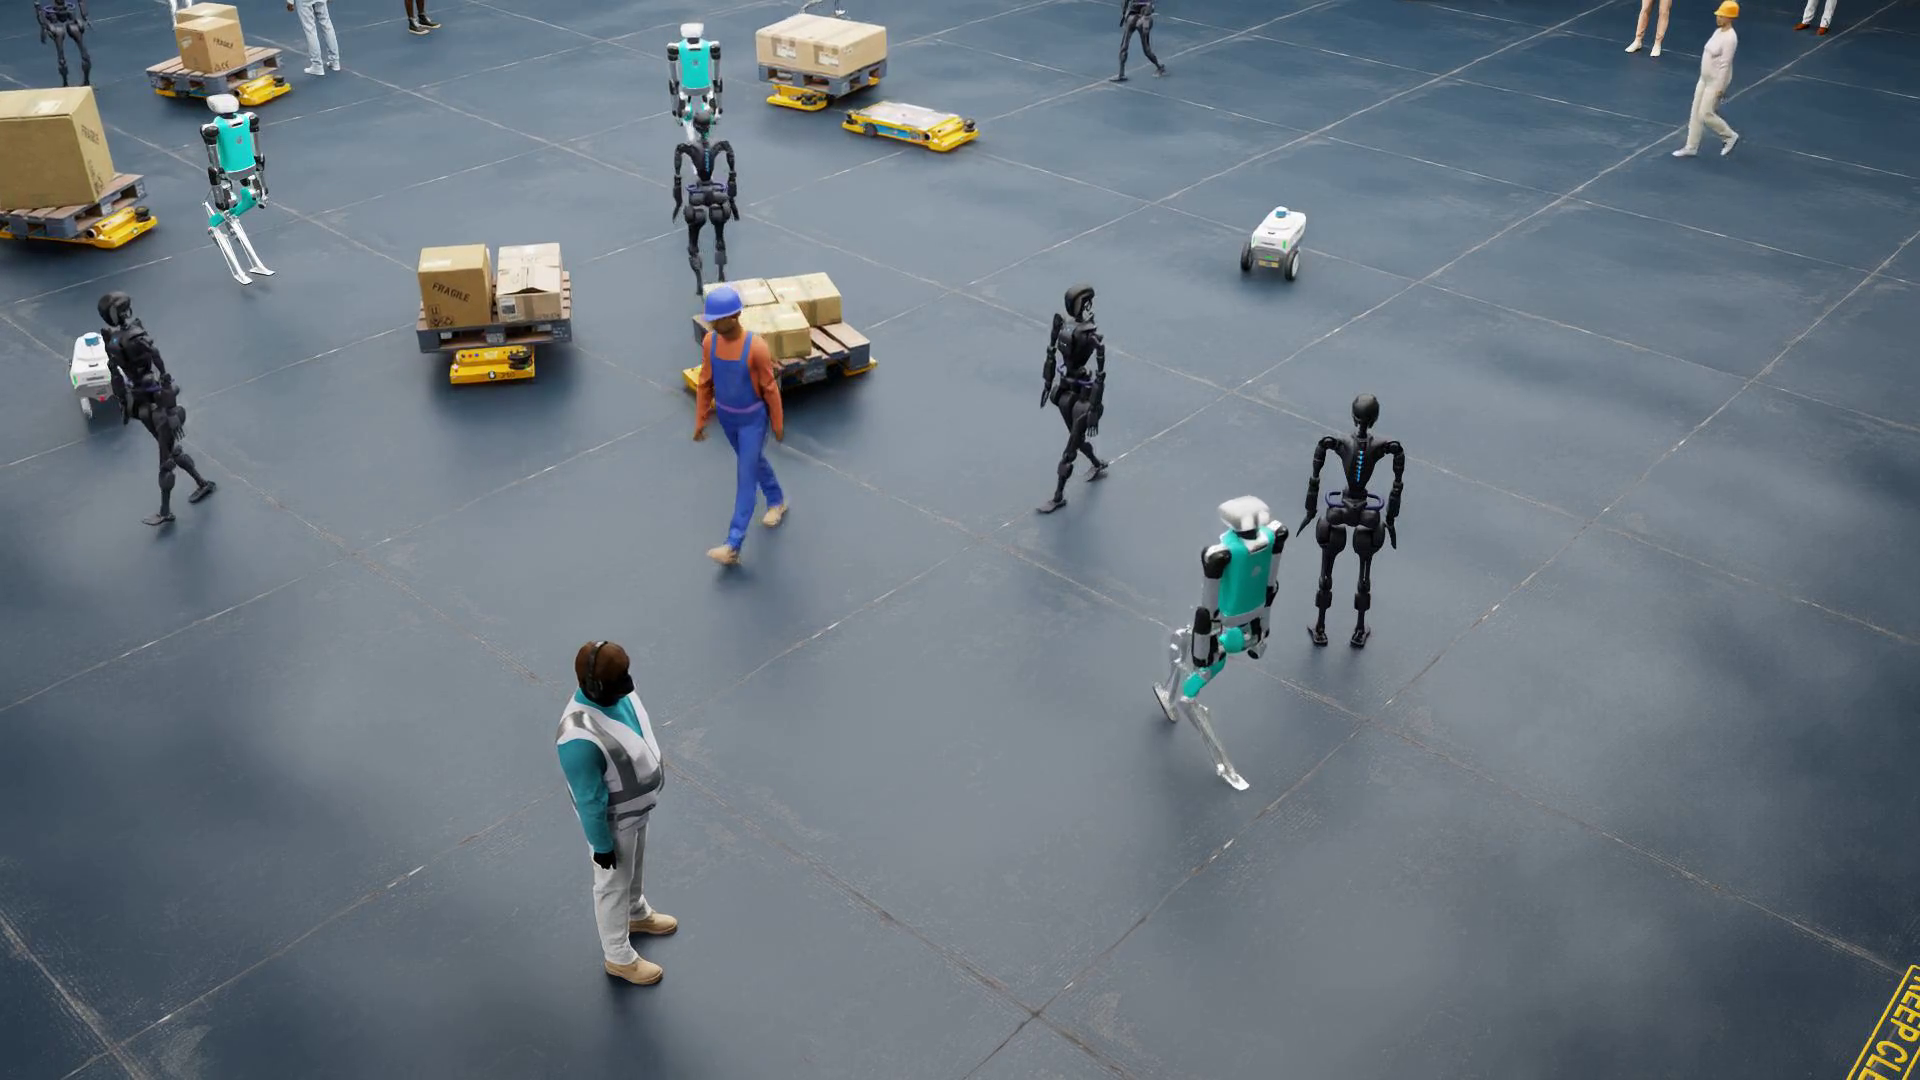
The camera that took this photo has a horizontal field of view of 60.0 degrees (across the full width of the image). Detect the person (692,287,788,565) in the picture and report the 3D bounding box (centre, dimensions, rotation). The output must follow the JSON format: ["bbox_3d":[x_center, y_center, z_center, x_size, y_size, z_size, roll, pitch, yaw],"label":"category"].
[{"bbox_3d":[-1.460,-0.794,10.934,0.544,1.846,1.008,15,35,22],"label":"person"}]

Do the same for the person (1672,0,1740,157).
[{"bbox_3d":[8.057,-4.865,17.641,0.536,1.684,0.466,1,32,1],"label":"person"}]

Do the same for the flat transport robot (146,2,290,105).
[{"bbox_3d":[-8.840,-5.451,19.932,1.431,0.231,0.659,10,33,15],"label":"flat transport robot"}]

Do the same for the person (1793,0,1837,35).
[{"bbox_3d":[11.504,-7.623,21.954,0.364,1.830,0.503,-23,39,-32],"label":"person"}]

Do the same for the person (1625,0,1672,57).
[{"bbox_3d":[8.888,-7.091,21.058,0.518,1.867,0.362,23,38,32],"label":"person"}]

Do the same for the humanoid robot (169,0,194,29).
[{"bbox_3d":[-10.535,-7.731,22.180,0.530,1.751,0.704,-8,33,-12],"label":"humanoid robot"}]

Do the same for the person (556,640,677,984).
[{"bbox_3d":[-1.566,1.230,7.683,0.429,1.841,0.632,3,32,5],"label":"person"}]

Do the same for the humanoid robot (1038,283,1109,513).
[{"bbox_3d":[0.814,-1.029,11.523,0.783,1.627,0.586,-24,39,-33],"label":"humanoid robot"}]

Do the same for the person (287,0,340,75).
[{"bbox_3d":[-7.969,-6.676,20.348,0.393,1.914,0.587,22,38,31],"label":"person"}]

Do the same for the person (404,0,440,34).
[{"bbox_3d":[-7.252,-7.738,22.010,0.369,1.963,0.606,9,33,14],"label":"person"}]

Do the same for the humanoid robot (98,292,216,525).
[{"bbox_3d":[-5.537,-0.910,11.305,0.589,1.634,0.705,14,34,21],"label":"humanoid robot"}]

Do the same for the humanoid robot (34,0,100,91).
[{"bbox_3d":[-10.606,-6.136,19.701,0.312,1.643,0.613,27,41,36],"label":"humanoid robot"}]

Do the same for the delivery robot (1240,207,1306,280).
[{"bbox_3d":[2.918,-2.770,15.337,0.525,0.587,0.742,14,35,21],"label":"delivery robot"}]

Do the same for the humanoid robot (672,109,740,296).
[{"bbox_3d":[-2.233,-2.949,14.595,0.597,1.662,0.352,-11,34,-17],"label":"humanoid robot"}]

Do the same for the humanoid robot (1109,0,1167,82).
[{"bbox_3d":[2.207,-6.384,20.151,0.743,1.655,0.590,-18,36,-27],"label":"humanoid robot"}]

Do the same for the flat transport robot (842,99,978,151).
[{"bbox_3d":[-0.563,-4.653,18.646,1.431,0.231,0.659,20,37,29],"label":"flat transport robot"}]

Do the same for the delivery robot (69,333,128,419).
[{"bbox_3d":[-6.736,-1.339,13.042,0.499,0.598,0.798,-11,34,-18],"label":"delivery robot"}]

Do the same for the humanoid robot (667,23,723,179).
[{"bbox_3d":[-2.678,-4.440,16.915,0.537,1.720,1.014,-6,32,-10],"label":"humanoid robot"}]

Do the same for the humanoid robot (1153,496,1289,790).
[{"bbox_3d":[1.304,0.443,9.098,0.533,1.780,1.020,-20,37,-29],"label":"humanoid robot"}]

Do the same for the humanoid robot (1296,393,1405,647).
[{"bbox_3d":[2.343,-0.121,10.003,0.599,1.655,0.315,5,32,9],"label":"humanoid robot"}]

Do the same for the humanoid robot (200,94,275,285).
[{"bbox_3d":[-6.452,-3.113,14.652,0.735,1.673,0.533,19,37,28],"label":"humanoid robot"}]

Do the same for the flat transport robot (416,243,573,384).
[{"bbox_3d":[-3.845,-1.716,13.917,0.659,0.231,1.431,-6,32,-10],"label":"flat transport robot"}]

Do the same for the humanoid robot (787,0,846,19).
[{"bbox_3d":[-1.850,-7.800,22.390,1.038,1.777,0.533,9,33,14],"label":"humanoid robot"}]

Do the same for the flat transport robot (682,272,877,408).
[{"bbox_3d":[-1.457,-1.419,13.438,1.431,0.231,0.659,-18,36,-27],"label":"flat transport robot"}]

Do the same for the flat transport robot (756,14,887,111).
[{"bbox_3d":[-1.621,-5.441,19.916,0.659,0.231,1.431,18,36,26],"label":"flat transport robot"}]

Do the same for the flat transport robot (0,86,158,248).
[{"bbox_3d":[-8.629,-3.071,16.099,1.431,0.231,0.659,7,33,11],"label":"flat transport robot"}]
